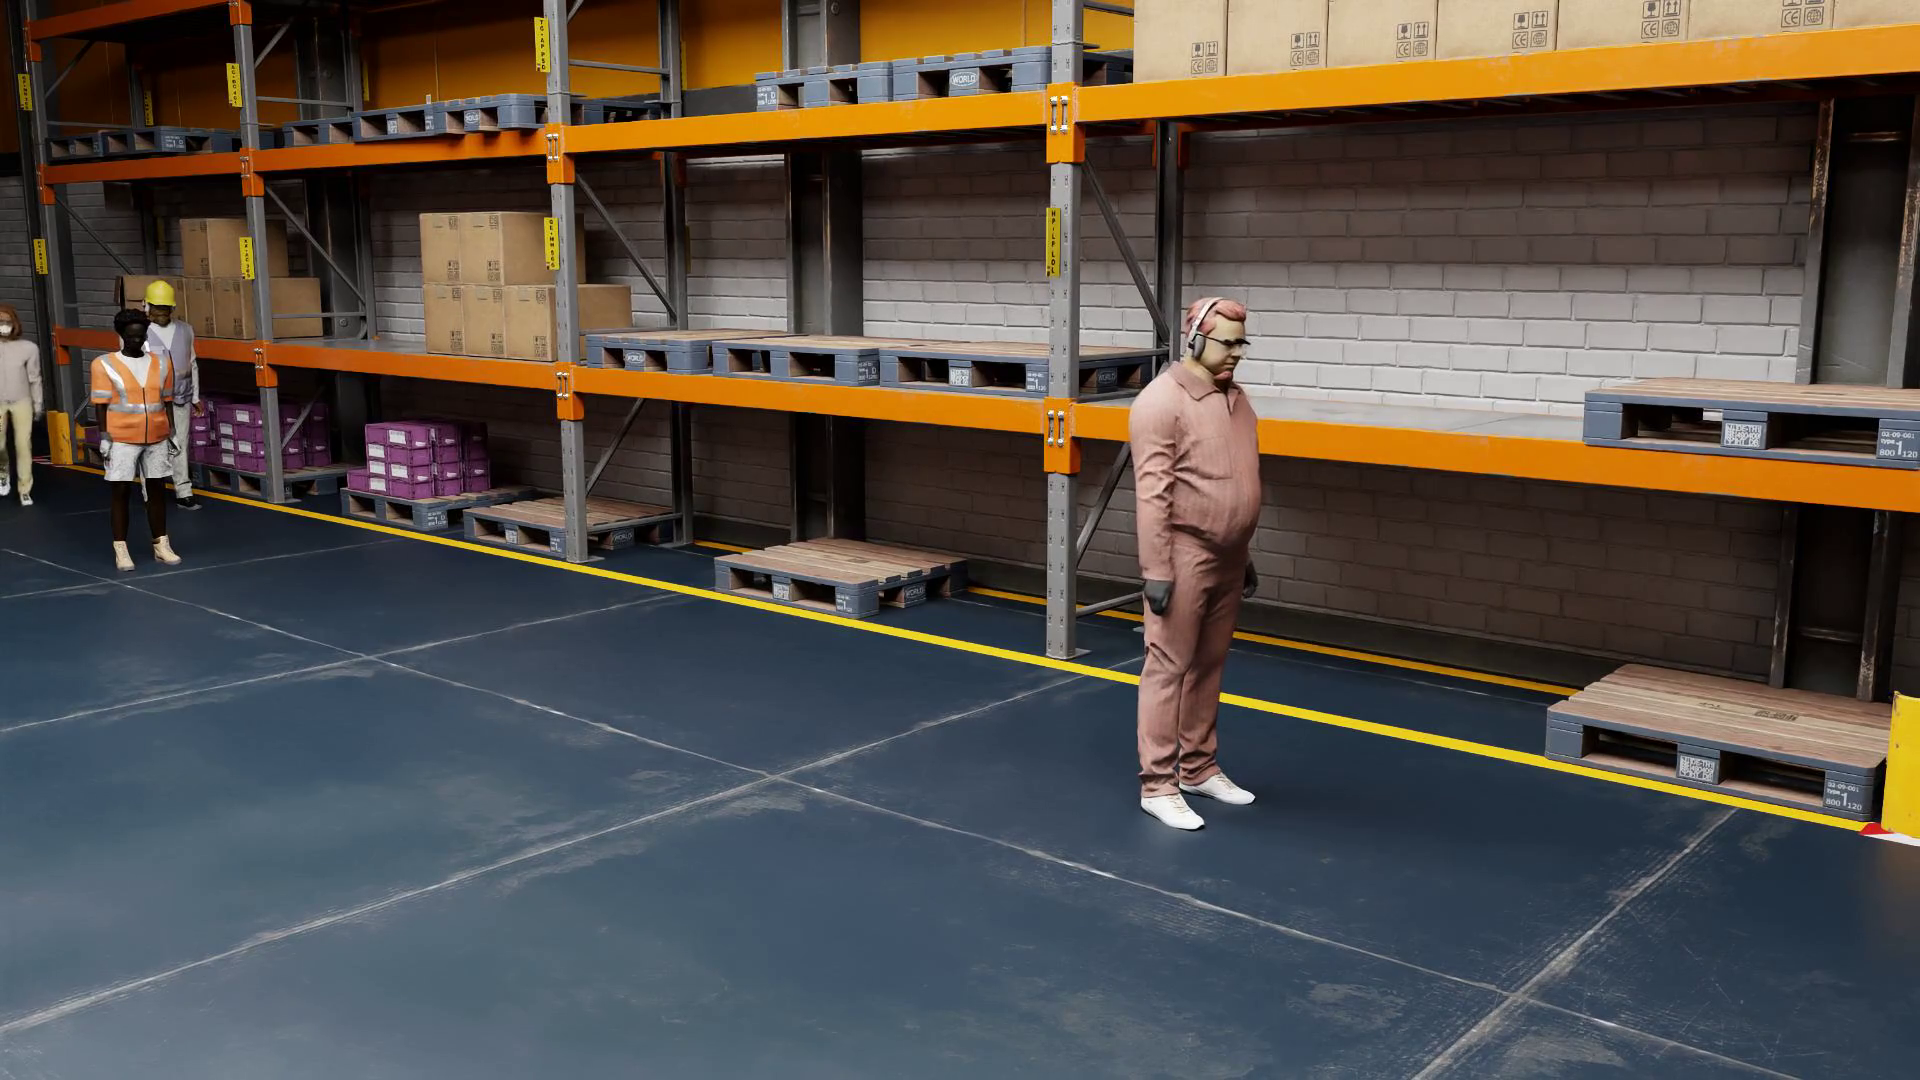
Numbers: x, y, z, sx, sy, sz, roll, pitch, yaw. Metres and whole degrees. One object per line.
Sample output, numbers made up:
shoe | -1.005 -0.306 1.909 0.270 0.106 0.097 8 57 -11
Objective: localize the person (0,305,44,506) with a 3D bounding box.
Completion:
person | -7.712 -1.091 13.481 0.520 1.619 0.433 -7 12 -33

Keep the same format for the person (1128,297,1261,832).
person | 0.886 0.077 6.044 0.406 1.903 0.636 9 13 40

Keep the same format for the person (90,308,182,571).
person | -5.333 -0.653 10.792 0.321 1.692 0.530 9 13 40

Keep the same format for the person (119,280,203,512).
person | -6.250 -1.118 13.070 0.403 1.823 0.586 9 13 40
